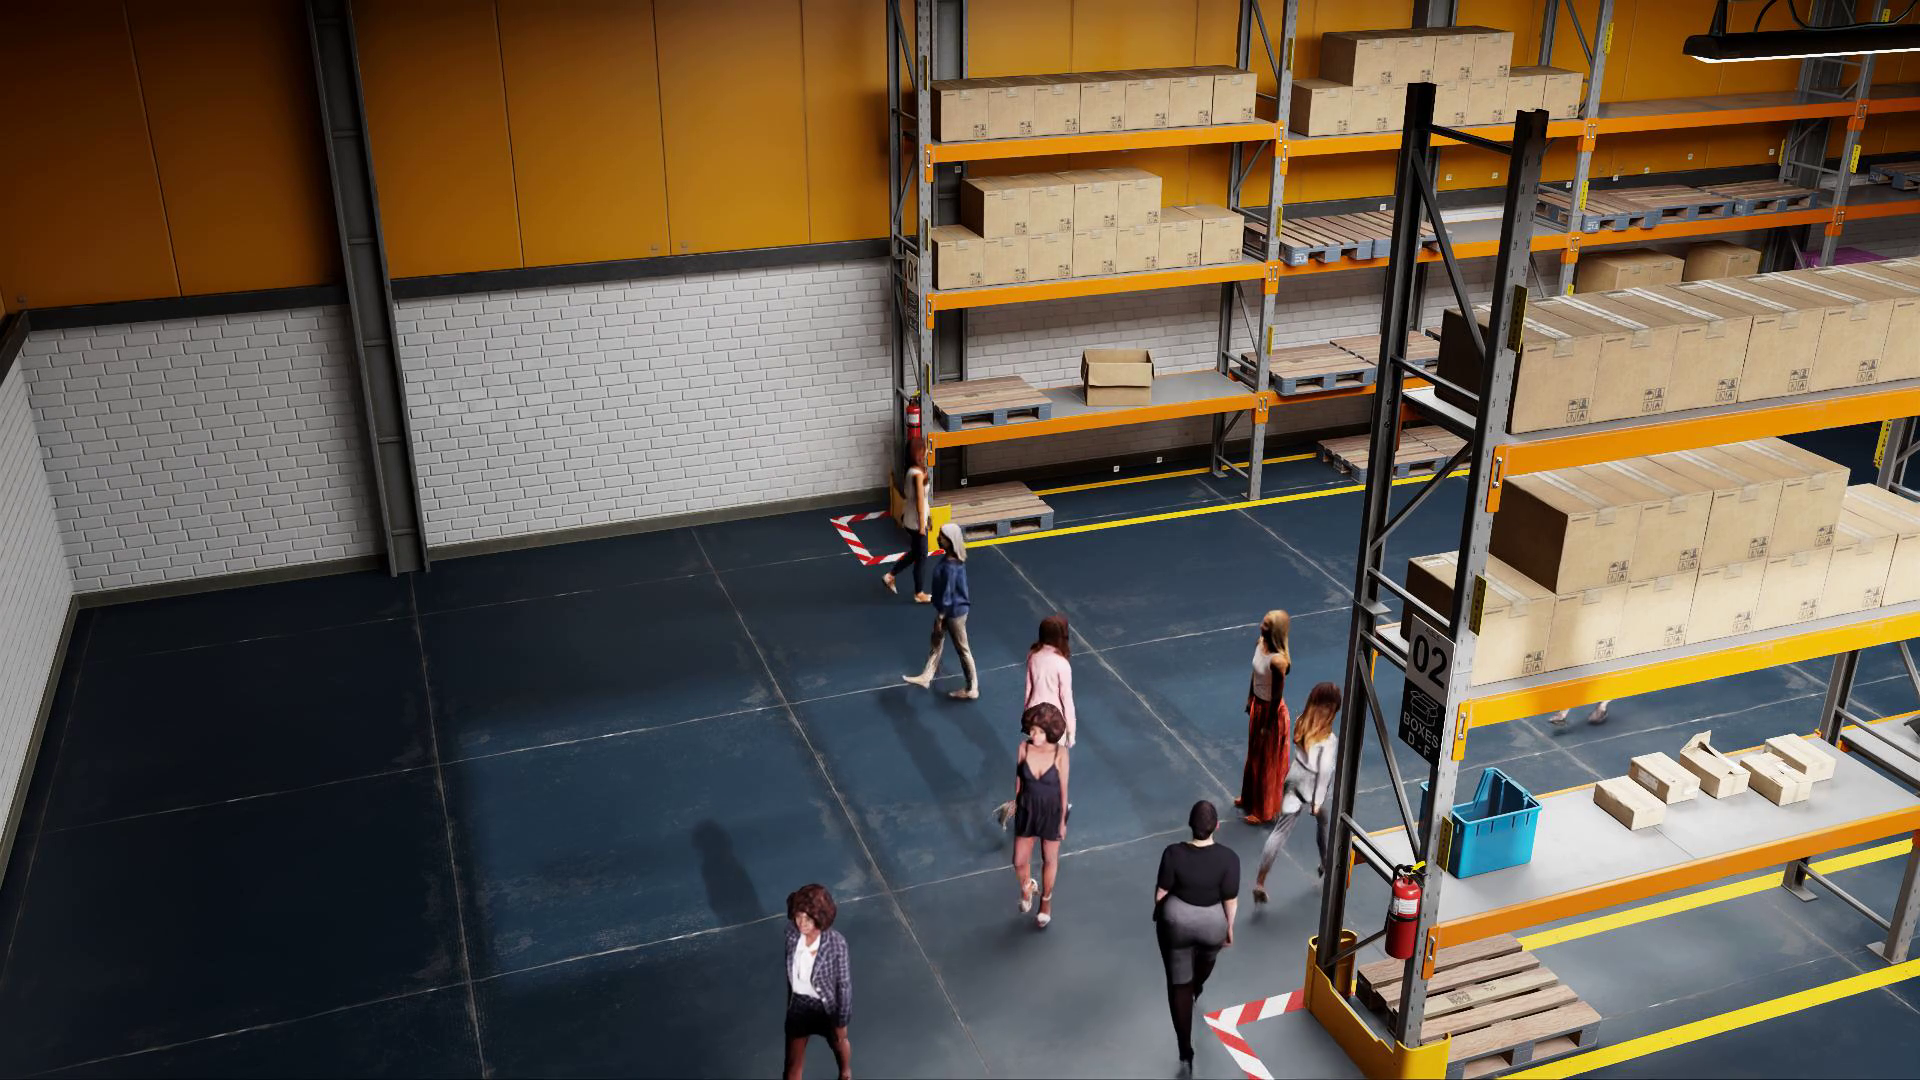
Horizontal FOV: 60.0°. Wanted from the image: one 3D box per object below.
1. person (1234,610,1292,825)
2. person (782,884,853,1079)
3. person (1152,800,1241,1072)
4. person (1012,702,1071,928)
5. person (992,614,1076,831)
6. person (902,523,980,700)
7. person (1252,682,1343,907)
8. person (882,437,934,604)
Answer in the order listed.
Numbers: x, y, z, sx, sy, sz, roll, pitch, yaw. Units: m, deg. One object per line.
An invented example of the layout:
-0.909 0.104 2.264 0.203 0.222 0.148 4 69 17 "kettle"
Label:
2.382 1.350 12.849 0.633 1.803 0.664 -4 24 -8 "person"
-0.796 2.734 9.866 1.054 1.656 1.123 11 26 24 "person"
1.466 2.493 10.361 1.177 1.703 1.048 1 24 3 "person"
0.600 1.889 11.646 0.683 1.779 0.743 6 24 14 "person"
0.592 1.442 12.674 1.139 1.776 0.866 -19 30 -36 "person"
0.017 0.644 14.623 1.022 1.677 0.839 1 24 2 "person"
2.395 1.846 11.825 1.196 1.714 0.797 -16 28 -31 "person"
-0.522 -0.180 16.385 0.823 1.776 0.667 -5 24 -12 "person"
